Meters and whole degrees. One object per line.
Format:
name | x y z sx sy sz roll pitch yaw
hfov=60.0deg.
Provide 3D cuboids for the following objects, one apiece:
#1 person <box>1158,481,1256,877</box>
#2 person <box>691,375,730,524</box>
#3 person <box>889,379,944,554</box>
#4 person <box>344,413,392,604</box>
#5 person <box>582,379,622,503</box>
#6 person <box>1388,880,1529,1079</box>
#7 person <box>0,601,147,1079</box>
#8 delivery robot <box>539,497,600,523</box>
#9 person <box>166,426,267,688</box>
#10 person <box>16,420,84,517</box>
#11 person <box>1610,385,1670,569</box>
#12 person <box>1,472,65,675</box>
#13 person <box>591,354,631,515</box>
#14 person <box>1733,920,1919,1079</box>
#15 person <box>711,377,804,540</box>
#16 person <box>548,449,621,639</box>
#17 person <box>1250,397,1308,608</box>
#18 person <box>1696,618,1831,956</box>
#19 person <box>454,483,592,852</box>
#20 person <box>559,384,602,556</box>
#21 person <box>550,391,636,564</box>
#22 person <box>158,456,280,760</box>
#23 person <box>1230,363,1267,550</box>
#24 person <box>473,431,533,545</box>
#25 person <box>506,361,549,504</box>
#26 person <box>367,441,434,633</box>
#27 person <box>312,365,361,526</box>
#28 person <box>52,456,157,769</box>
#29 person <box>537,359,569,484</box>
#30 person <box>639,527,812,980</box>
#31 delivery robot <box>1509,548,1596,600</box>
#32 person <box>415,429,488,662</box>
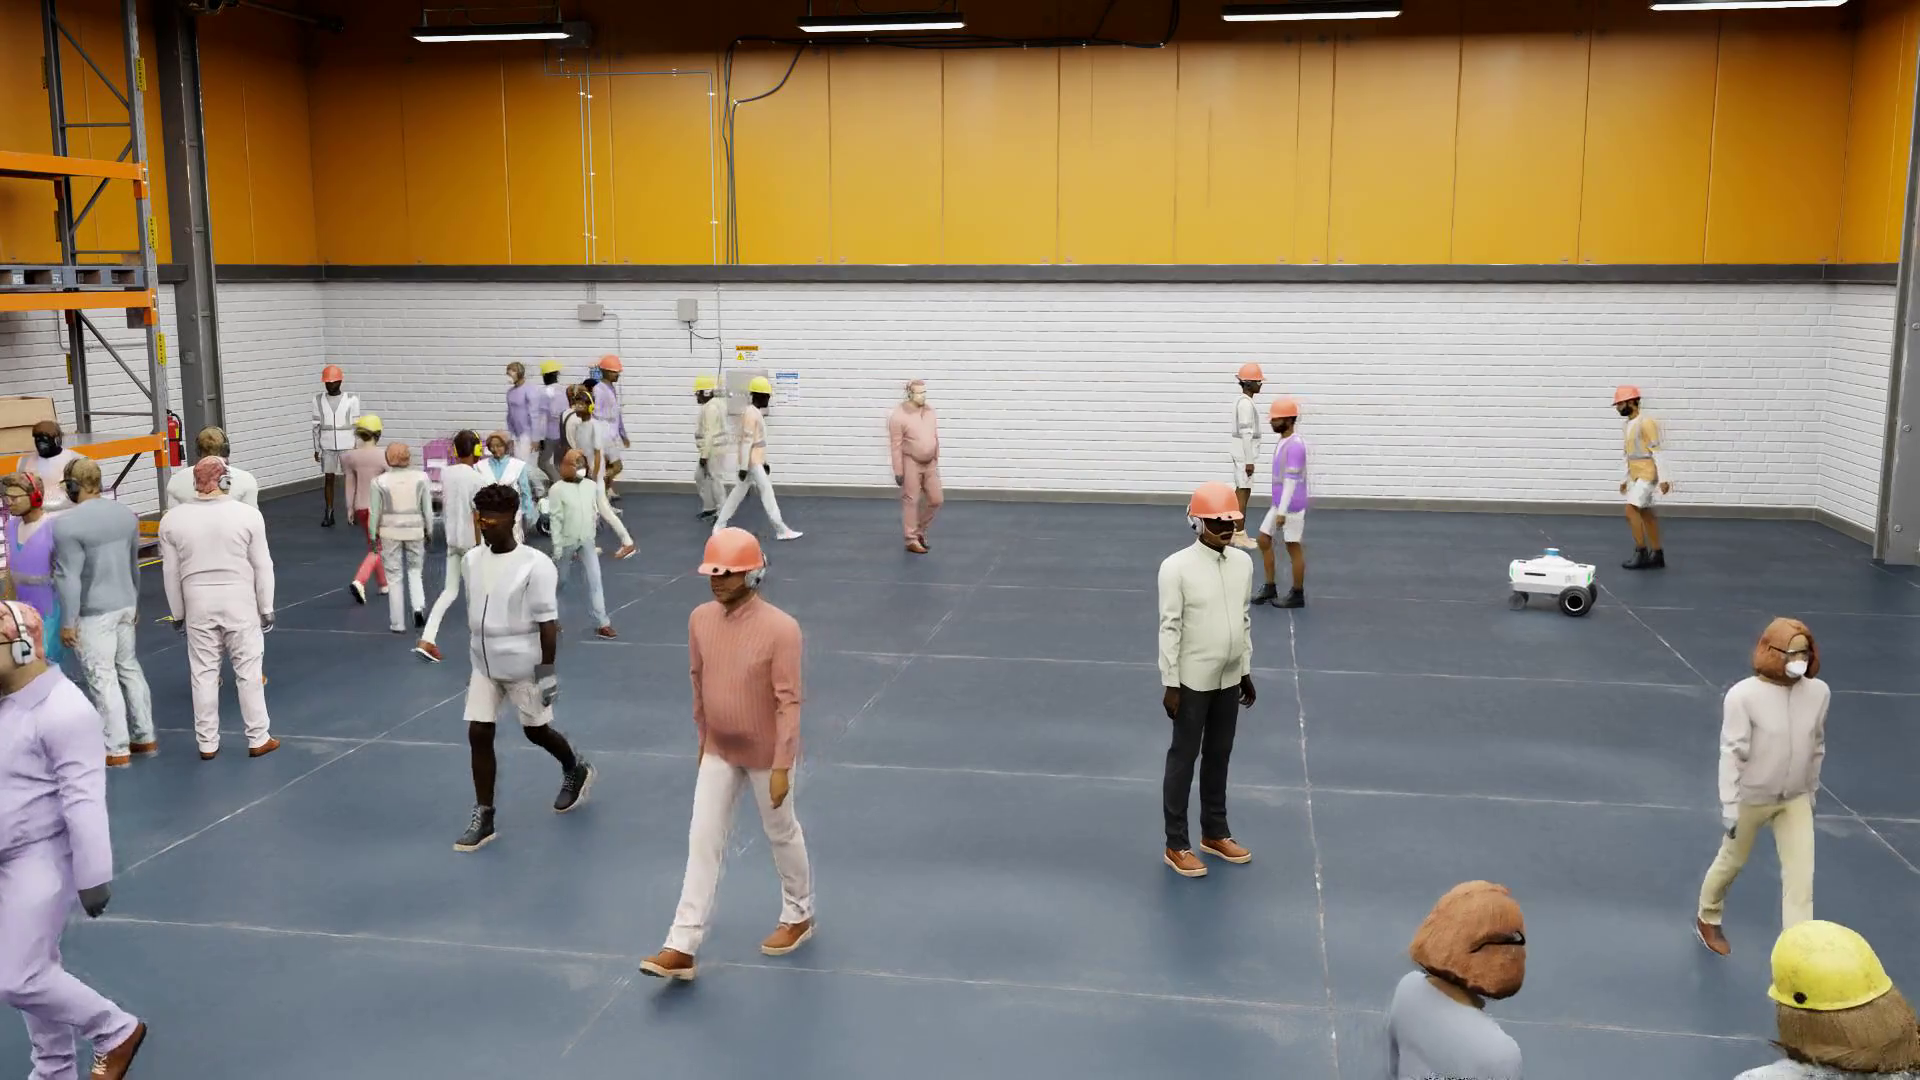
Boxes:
person | 1.261 0.689 8.438 0.614 1.994 0.381 -7 11 -36
person | -3.035 -1.079 19.981 0.561 1.805 0.610 -1 9 -6
person | -0.448 -0.793 17.936 0.683 1.891 0.431 -8 12 -41
person | -5.446 -0.299 15.348 0.524 1.737 0.822 3 9 15
person | -4.842 -1.285 21.742 0.915 1.635 0.526 6 11 34
person | 1.149 1.596 3.950 0.379 1.622 0.539 -2 9 -12
person | -3.323 1.143 5.933 0.652 1.890 0.453 7 12 39
delivery robot | -4.485 -0.377 19.214 0.707 0.478 0.477 -1 9 -4
person | -5.327 0.147 11.973 0.638 1.937 0.357 -1 9 -4
person | -7.511 -0.101 13.862 0.640 1.824 0.670 0 9 0
person | 6.974 -0.643 17.036 0.636 1.883 0.572 0 9 3
person | -5.660 0.476 10.298 0.583 1.824 0.449 7 11 35
person | -4.352 -1.299 20.709 0.458 2.018 0.601 0 9 2
person | 1.855 1.633 3.474 0.541 1.711 0.376 4 10 25
person | -2.339 -0.905 18.754 1.041 1.872 0.600 -1 9 -8
person | -3.221 0.021 13.868 0.870 1.581 0.508 8 12 41
person | 2.830 -0.322 14.942 0.678 1.915 0.580 -1 9 -3
person | 3.455 1.106 7.114 0.519 1.587 0.871 -1 9 -7
person | -2.383 0.635 8.974 0.609 1.938 0.909 4 10 24
person | -4.117 -0.755 17.866 0.349 1.843 0.503 -7 12 -39
person | -3.851 -0.659 17.384 0.994 1.819 0.518 -7 12 -37
person | -4.593 0.425 10.372 0.636 1.902 0.406 -2 9 -9
person | 3.160 -0.921 18.271 0.377 2.045 0.605 0 9 2
person | -4.165 -0.210 15.204 0.525 1.611 0.784 -1 9 -7
person | -5.513 -1.288 20.922 0.651 1.921 0.441 9 13 44
person | -4.704 -0.026 13.989 0.545 1.621 0.367 -5 11 -31
person | -7.435 -1.123 19.860 0.549 1.933 0.373 -2 9 -12
person | -5.263 0.447 10.199 0.397 1.927 0.643 2 9 9
person | -5.254 -1.393 21.613 0.426 1.911 0.619 5 10 26
person | -0.979 0.919 7.141 0.665 1.943 0.996 5 10 29
delivery robot | 5.298 0.320 14.891 0.707 0.478 0.477 4 10 26
person | -3.921 0.039 13.079 0.501 1.817 0.964 4 10 23
